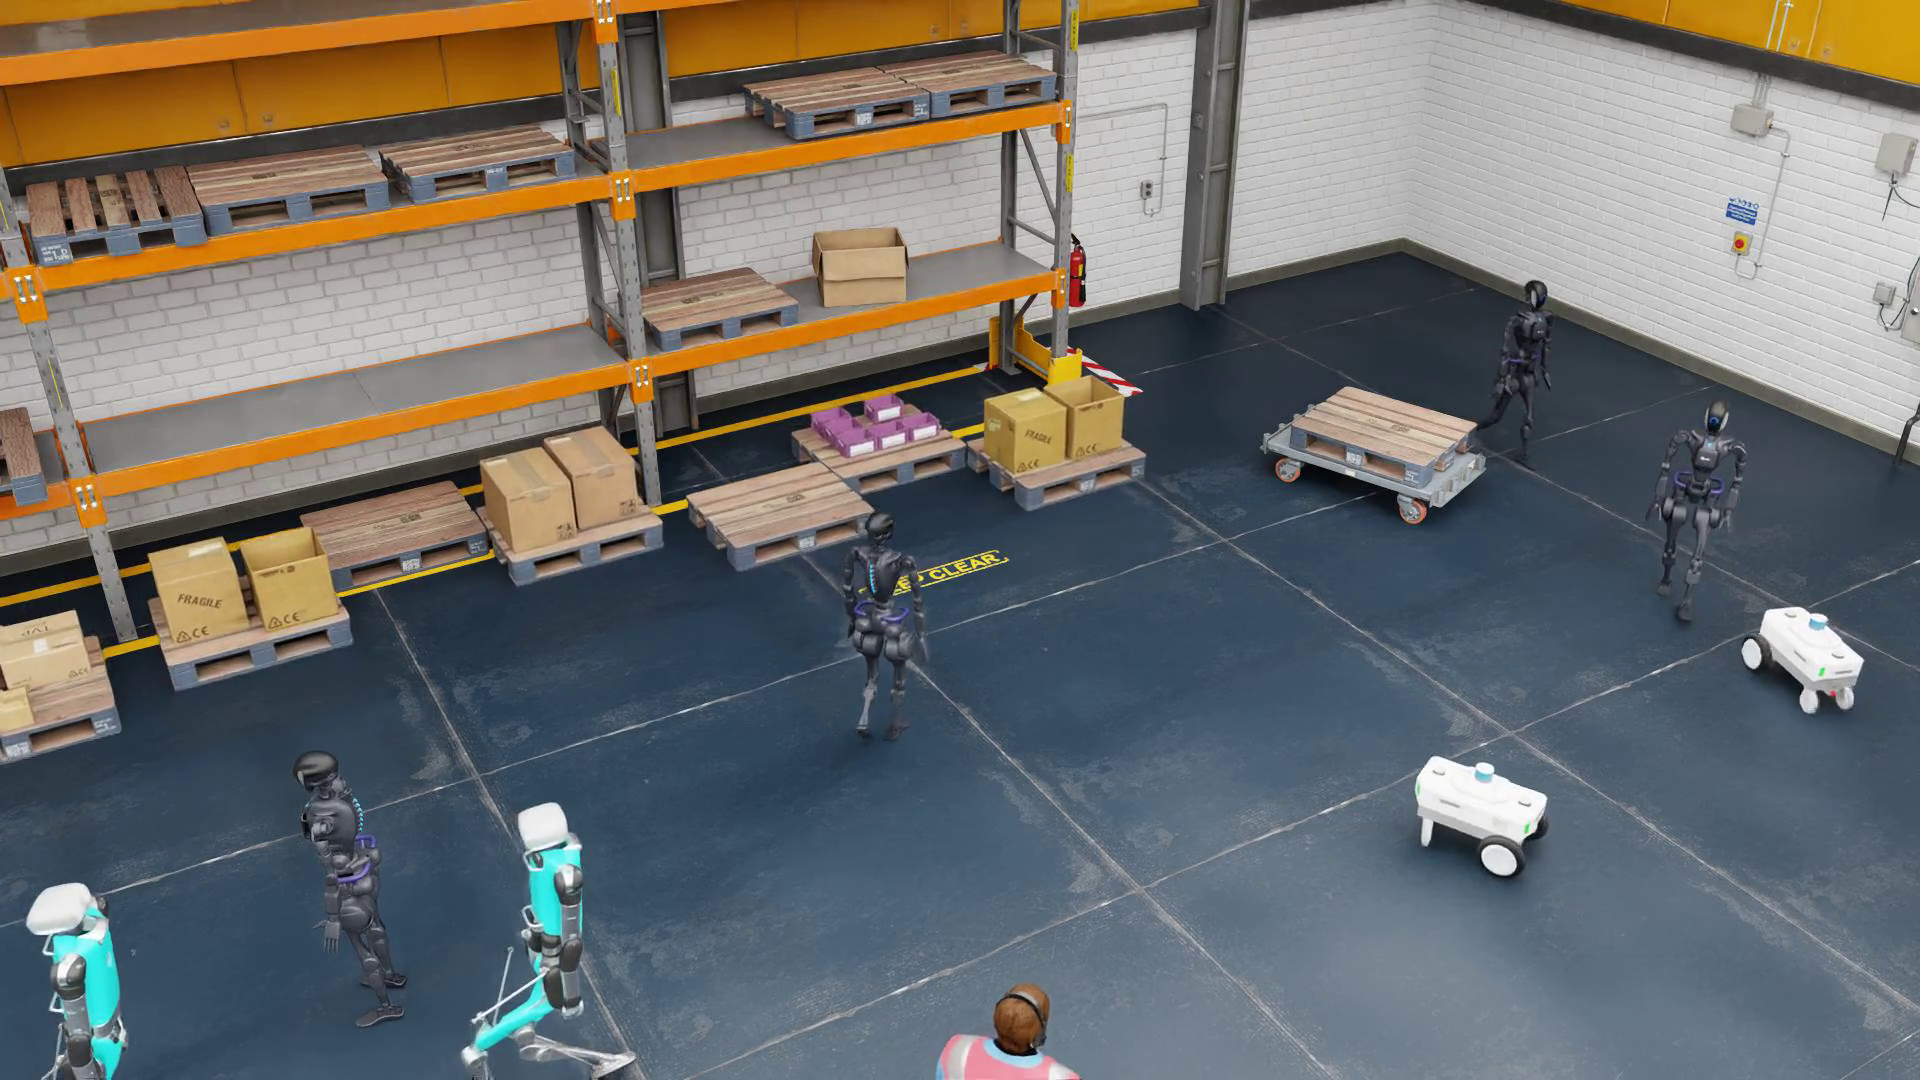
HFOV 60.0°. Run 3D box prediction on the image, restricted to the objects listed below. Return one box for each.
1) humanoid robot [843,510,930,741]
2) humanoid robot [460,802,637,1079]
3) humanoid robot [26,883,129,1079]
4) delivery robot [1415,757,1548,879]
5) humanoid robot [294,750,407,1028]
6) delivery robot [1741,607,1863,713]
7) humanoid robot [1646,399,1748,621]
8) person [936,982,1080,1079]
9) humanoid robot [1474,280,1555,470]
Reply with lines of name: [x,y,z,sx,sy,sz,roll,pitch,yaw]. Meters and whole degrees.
humanoid robot: [-0.500,0.582,10.510,0.600,1.638,0.471,12,32,20]
humanoid robot: [-2.112,2.082,7.842,1.028,1.761,0.540,-15,33,-25]
humanoid robot: [-4.013,2.354,7.411,0.731,1.881,0.540,-6,30,-11]
delivery robot: [3.085,1.590,9.852,0.750,0.578,0.505,19,34,30]
humanoid robot: [-3.099,1.752,8.430,0.315,1.655,0.599,-4,30,-7]
delivery robot: [5.760,0.773,11.335,0.499,0.614,0.804,-5,30,-9]
humanoid robot: [5.278,-0.237,11.973,0.590,1.638,0.657,13,32,22]
person: [0.214,2.563,6.855,0.630,1.835,0.432,11,31,19]
humanoid robot: [4.730,-1.446,14.145,0.584,1.641,0.740,-14,32,-23]
